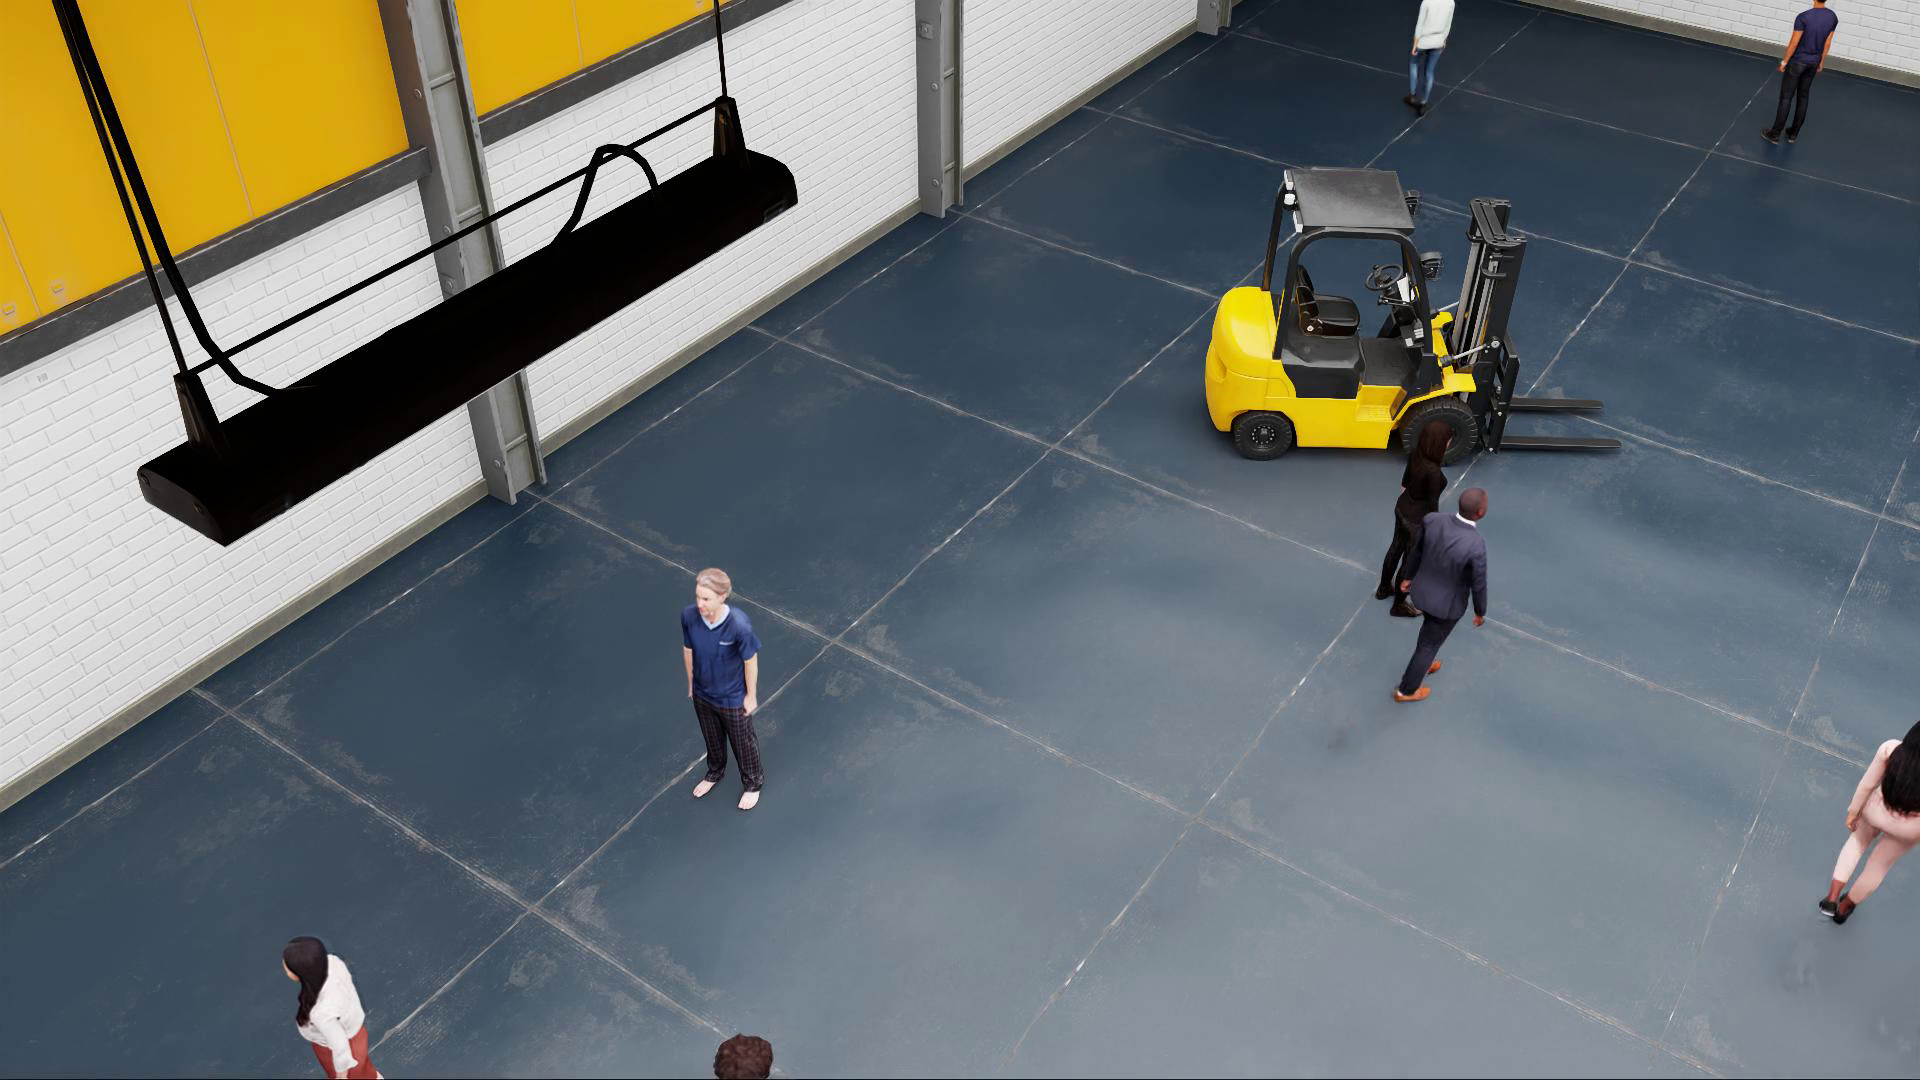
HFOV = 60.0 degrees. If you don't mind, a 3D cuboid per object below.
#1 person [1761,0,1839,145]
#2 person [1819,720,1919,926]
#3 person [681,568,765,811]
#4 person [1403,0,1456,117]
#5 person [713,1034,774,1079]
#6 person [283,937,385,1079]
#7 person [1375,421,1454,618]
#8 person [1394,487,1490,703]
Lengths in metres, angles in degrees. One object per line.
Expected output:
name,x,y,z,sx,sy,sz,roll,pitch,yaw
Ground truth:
person,9.246,-5.233,18.231,0.715,1.788,0.754,-4,39,-5
person,5.372,1.682,9.636,0.667,1.709,0.712,29,47,31
person,-1.498,0.925,10.453,0.709,1.871,0.633,13,41,16
person,5.335,-5.591,18.805,0.763,1.631,0.824,-4,39,-5
person,-1.014,2.920,8.044,1.046,1.761,1.240,1,39,1
person,-3.120,2.610,8.442,0.718,1.750,0.674,-9,39,-11
person,3.276,-0.170,12.009,0.702,1.641,0.658,-10,40,-12
person,3.153,0.423,11.138,0.923,1.802,0.886,-21,43,-24
